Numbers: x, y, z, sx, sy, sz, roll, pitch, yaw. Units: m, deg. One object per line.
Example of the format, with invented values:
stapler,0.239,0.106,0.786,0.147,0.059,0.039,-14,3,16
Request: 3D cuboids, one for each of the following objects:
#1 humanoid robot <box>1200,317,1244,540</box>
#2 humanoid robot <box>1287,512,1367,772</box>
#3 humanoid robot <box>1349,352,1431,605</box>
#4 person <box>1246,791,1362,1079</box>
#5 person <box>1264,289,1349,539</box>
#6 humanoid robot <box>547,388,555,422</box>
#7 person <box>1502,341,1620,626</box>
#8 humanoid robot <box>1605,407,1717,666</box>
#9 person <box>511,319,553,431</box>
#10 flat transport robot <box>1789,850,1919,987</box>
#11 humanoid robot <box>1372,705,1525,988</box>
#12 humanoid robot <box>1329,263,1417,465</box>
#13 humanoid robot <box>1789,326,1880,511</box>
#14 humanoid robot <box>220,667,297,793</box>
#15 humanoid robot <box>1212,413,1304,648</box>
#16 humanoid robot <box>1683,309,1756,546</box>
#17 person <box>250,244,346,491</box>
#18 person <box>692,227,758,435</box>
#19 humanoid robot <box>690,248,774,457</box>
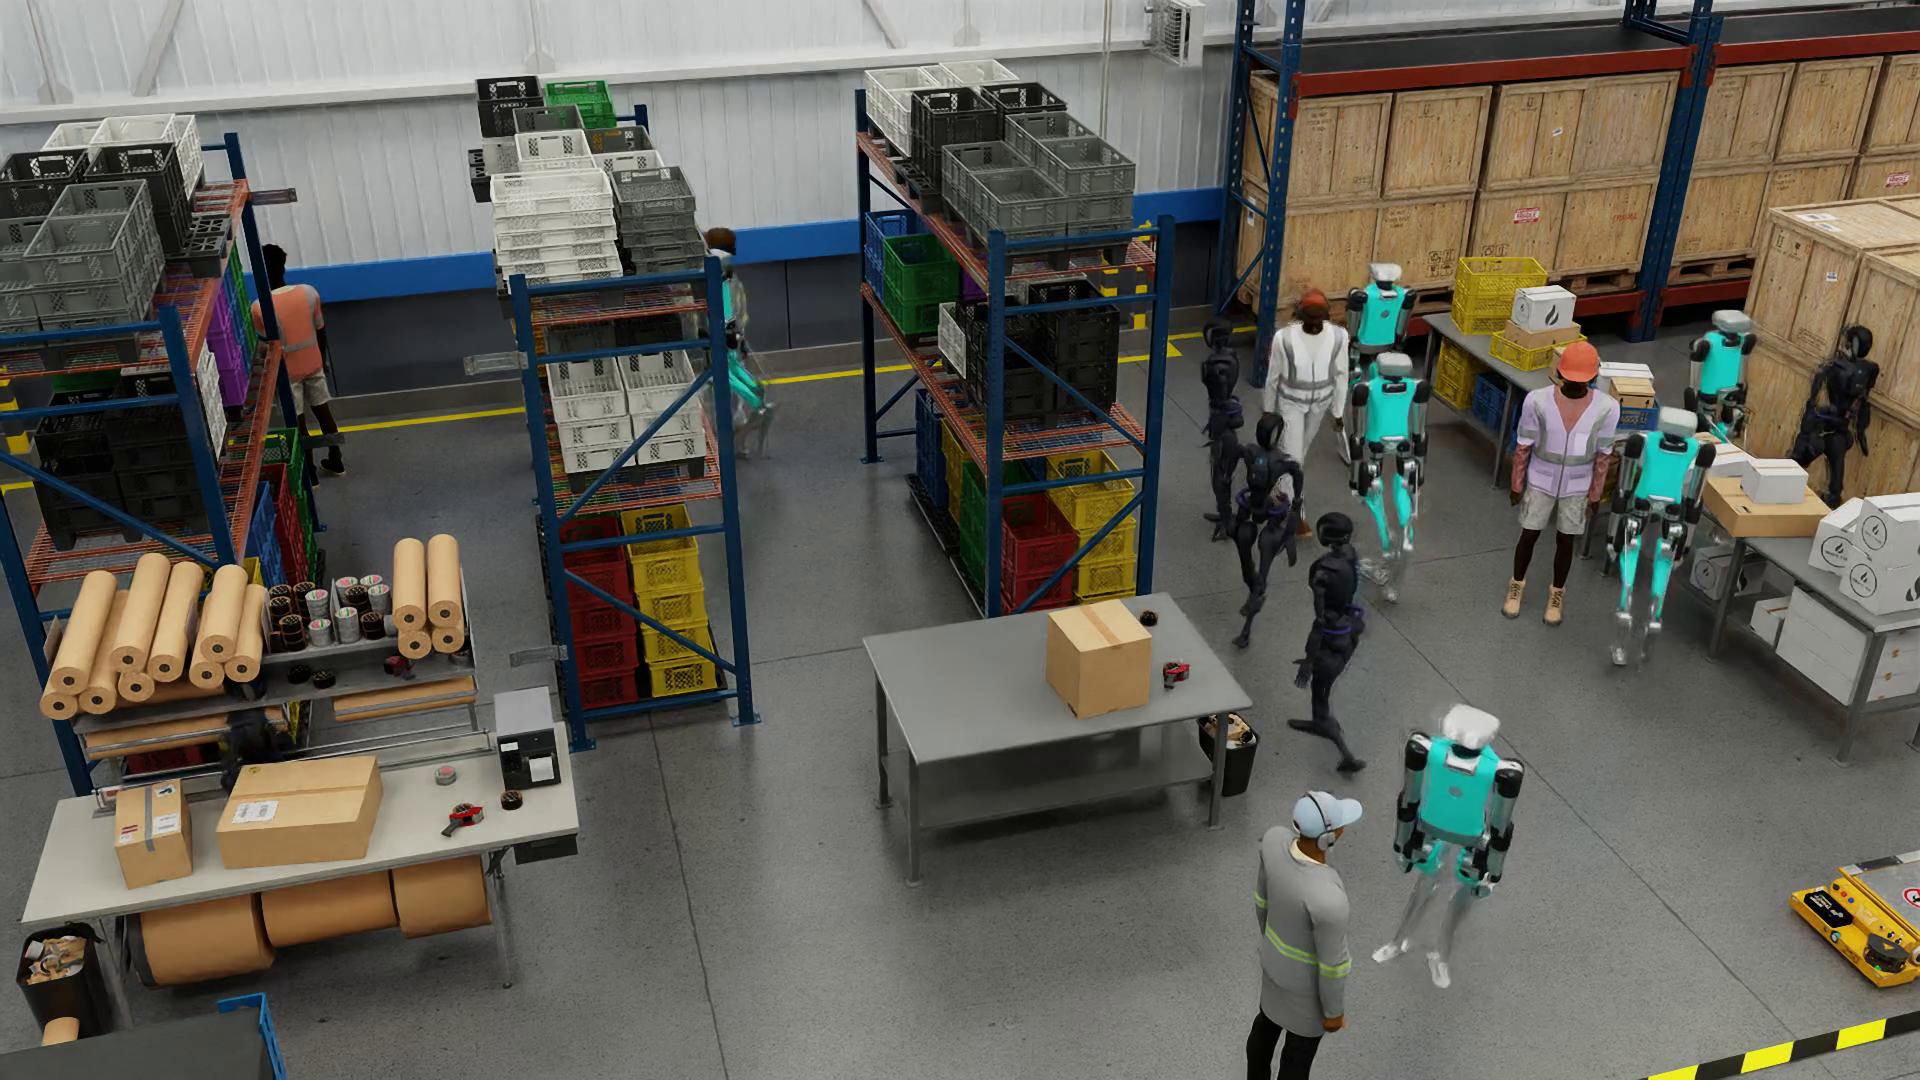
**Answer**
humanoid robot,1.942,-0.838,12.219,0.415,1.635,0.603,0,29,0
humanoid robot,2.198,0.595,9.670,0.625,1.653,0.611,18,33,29
humanoid robot,2.923,-0.335,11.231,0.558,1.735,0.829,-1,29,-2
person,1.476,1.842,7.167,0.365,1.852,0.589,-11,31,-20
person,2.562,-0.937,12.225,0.563,1.841,0.932,-4,29,-7
humanoid robot,-3.102,-1.336,13.150,0.681,1.635,0.588,-10,30,-18
person,3.952,-0.365,11.003,0.598,2.035,0.401,9,30,15
humanoid robot,4.356,0.108,10.471,0.550,1.828,0.701,7,30,13
person,-3.503,-1.768,13.769,0.405,1.824,0.584,4,29,8
flat transport robot,5.163,1.916,8.676,1.431,0.231,0.659,-8,30,-14
humanoid robot,2.390,1.444,8.029,0.543,1.780,0.791,14,32,24
humanoid robot,3.173,-1.368,13.244,0.545,1.897,0.761,-5,29,-9
humanoid robot,6.383,-0.822,12.251,0.601,1.635,0.787,-7,30,-12
humanoid robot,-3.542,1.266,8.394,0.432,1.634,0.603,1,29,3
humanoid robot,1.951,-0.104,10.928,0.601,1.618,0.802,16,33,26
humanoid robot,5.548,-0.750,11.999,0.537,1.731,1.008,-10,30,-18
person,-5.129,-1.329,12.818,0.362,1.963,0.611,17,33,27
person,-1.959,-1.685,13.624,0.492,1.821,0.643,-17,33,-28
humanoid robot,-1.705,-1.388,13.210,0.713,1.844,0.530,10,30,17
